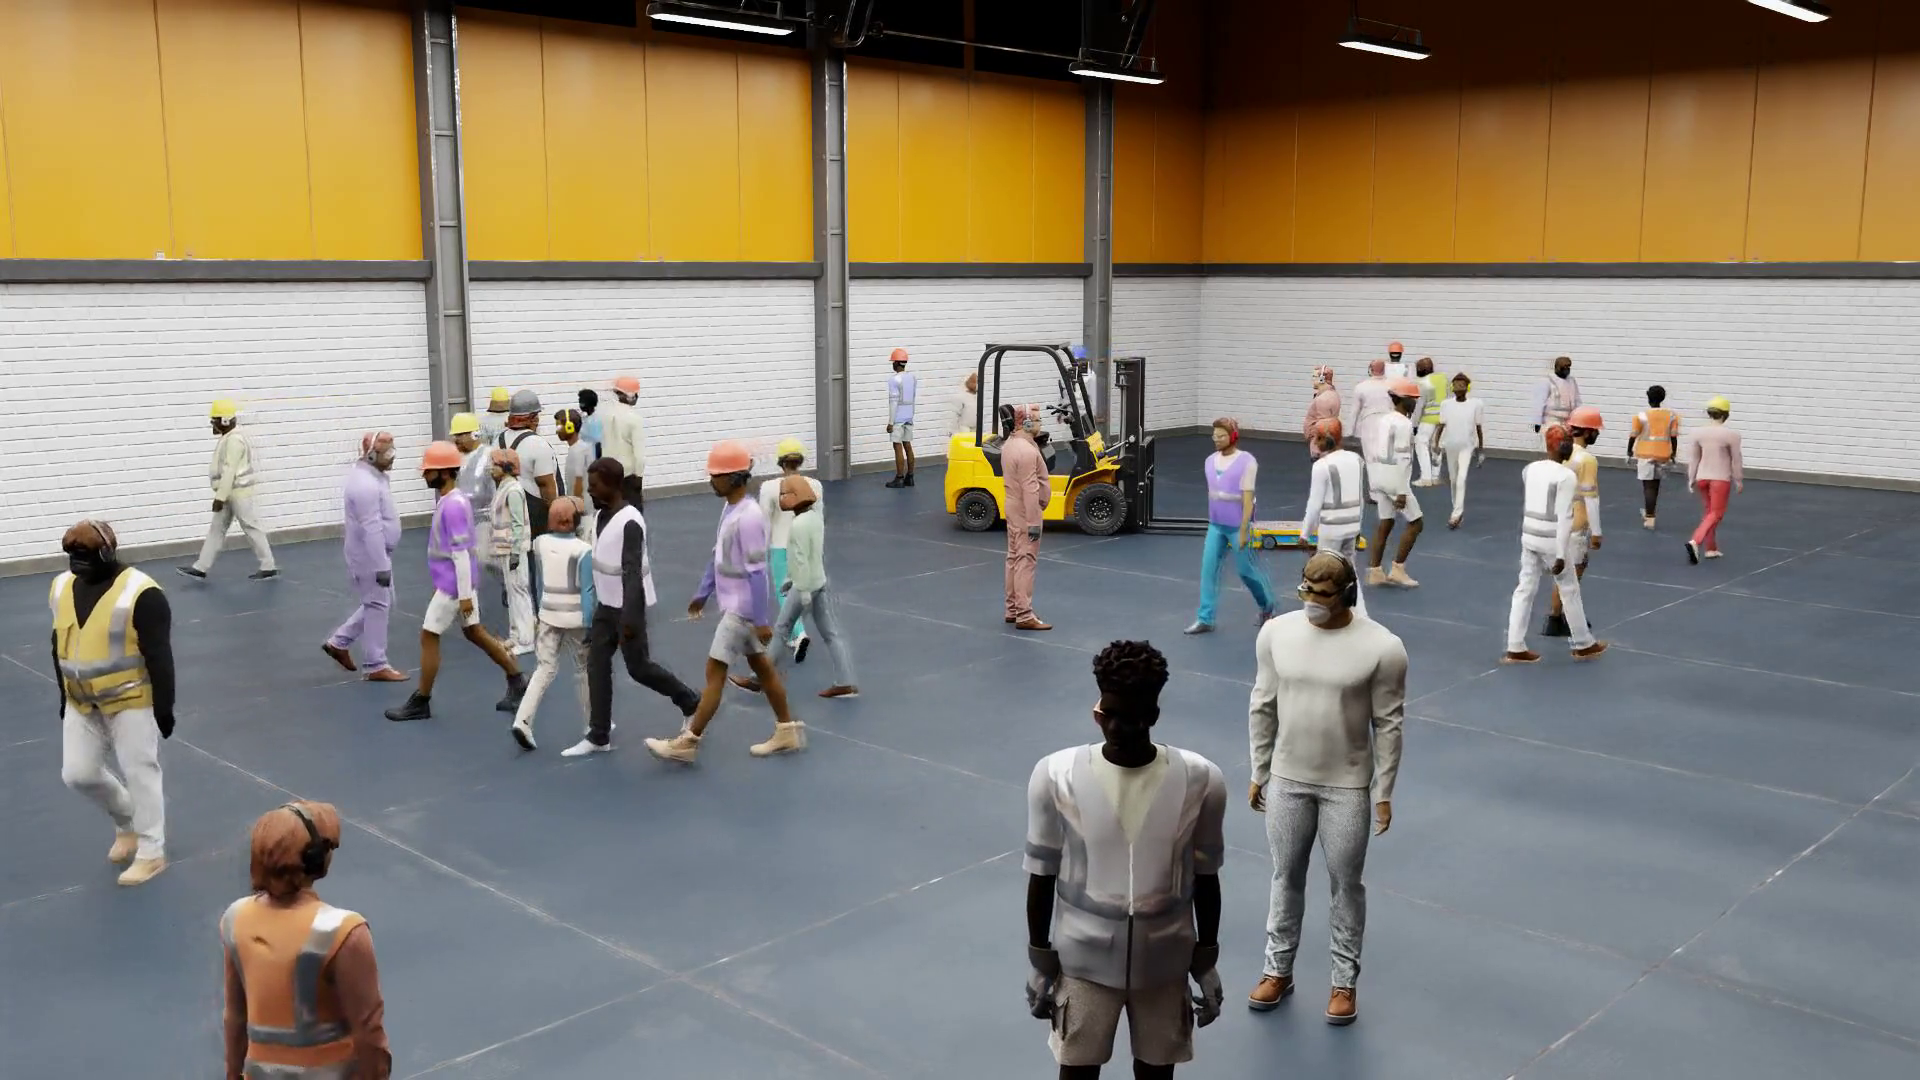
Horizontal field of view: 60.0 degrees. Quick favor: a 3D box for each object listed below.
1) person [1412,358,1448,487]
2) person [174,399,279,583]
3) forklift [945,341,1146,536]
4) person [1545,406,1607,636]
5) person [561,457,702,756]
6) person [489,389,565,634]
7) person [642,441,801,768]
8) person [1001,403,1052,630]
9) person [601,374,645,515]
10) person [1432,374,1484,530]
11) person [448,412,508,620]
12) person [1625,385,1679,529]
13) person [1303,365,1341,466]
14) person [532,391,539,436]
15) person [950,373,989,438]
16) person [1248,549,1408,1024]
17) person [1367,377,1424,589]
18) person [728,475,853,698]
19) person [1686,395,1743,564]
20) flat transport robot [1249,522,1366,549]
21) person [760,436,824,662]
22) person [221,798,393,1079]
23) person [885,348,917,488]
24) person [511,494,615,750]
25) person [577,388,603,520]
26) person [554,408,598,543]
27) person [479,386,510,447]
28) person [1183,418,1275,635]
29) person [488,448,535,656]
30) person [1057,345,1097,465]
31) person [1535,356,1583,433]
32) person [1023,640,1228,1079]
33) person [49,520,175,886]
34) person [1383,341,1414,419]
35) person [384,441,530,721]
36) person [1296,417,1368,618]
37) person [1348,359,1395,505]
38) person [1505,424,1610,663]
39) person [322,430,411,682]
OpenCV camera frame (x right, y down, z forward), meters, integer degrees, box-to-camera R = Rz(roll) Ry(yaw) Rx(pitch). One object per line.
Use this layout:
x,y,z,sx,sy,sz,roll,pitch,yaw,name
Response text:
6.582,-1.649,23.287,0.713,1.808,0.432,-7,12,-38,person
-7.079,-0.457,16.004,0.924,1.781,0.591,-6,11,-32,person
0.977,-1.223,19.452,2.313,2.155,1.214,2,9,11,forklift
5.127,-0.149,13.711,0.629,1.913,0.584,-1,9,-9,person
-2.071,0.404,10.485,0.885,1.881,0.606,-6,11,-34,person
-3.558,-0.240,13.897,0.682,2.000,0.537,7,11,35,person
-1.444,0.390,10.167,1.009,1.987,0.622,-2,9,-12,person
0.570,-0.199,14.056,0.409,1.907,0.651,-2,10,-13,person
-3.470,-0.689,16.867,0.629,1.977,0.674,8,12,39,person
5.853,-1.046,19.532,0.552,1.817,1.000,6,11,31,person
-4.175,-0.216,14.450,0.586,1.811,0.527,4,10,25,person
8.129,-0.992,19.633,0.558,1.656,0.823,0,9,1,person
4.247,-1.103,19.599,0.410,1.909,0.643,4,10,21,person
-5.029,-0.942,19.538,0.493,1.604,0.583,6,11,32,person
0.127,-1.532,23.204,0.536,1.586,0.881,-6,11,-33,person
1.464,0.983,6.730,0.627,1.934,0.370,5,10,27,person
4.161,-0.529,15.723,0.614,2.017,0.635,-1,9,-6,person
-1.173,0.340,11.714,0.898,1.581,0.501,2,9,10,person
7.772,-0.632,17.226,0.769,1.740,0.526,-6,11,-31,person
3.676,-0.064,18.227,1.431,0.197,0.652,1,9,4,flat transport robot
-1.295,0.060,13.007,0.528,1.737,0.821,-5,10,-26,person
-1.804,1.510,4.479,0.514,1.611,0.723,5,11,30,person
-0.838,-1.687,23.085,0.357,1.936,0.551,6,11,34,person
-2.549,0.519,10.583,0.517,1.615,0.792,4,10,25,person
-4.152,-0.929,19.244,0.645,1.672,0.549,-4,10,-22,person
-3.216,-0.226,14.431,0.690,1.835,0.558,-3,10,-19,person
-5.048,-0.826,18.395,0.484,1.745,0.292,-1,9,-8,person
2.293,-0.128,13.924,0.881,1.817,0.578,-7,12,-38,person
-3.533,0.090,13.100,0.310,1.638,0.523,-4,10,-24,person
1.705,-1.871,24.222,0.628,1.929,0.491,6,11,32,person
8.387,-1.646,23.179,0.646,1.817,0.630,-5,10,-27,person
0.494,1.250,4.994,0.609,1.963,0.367,0,9,0,person
-4.174,0.798,8.206,0.674,1.825,0.434,2,9,12,person
6.636,-2.068,25.428,0.555,1.934,0.372,3,10,15,person
-3.381,0.265,11.237,0.983,1.898,0.553,-3,10,-15,person
3.009,-0.054,13.329,0.626,1.855,0.456,-7,12,-38,person
5.378,-1.421,21.668,0.670,1.860,0.936,-1,9,-5,person
4.620,0.037,12.803,0.917,1.848,0.580,-4,10,-22,person
-4.353,0.130,12.134,0.556,1.881,0.665,-2,9,-11,person
